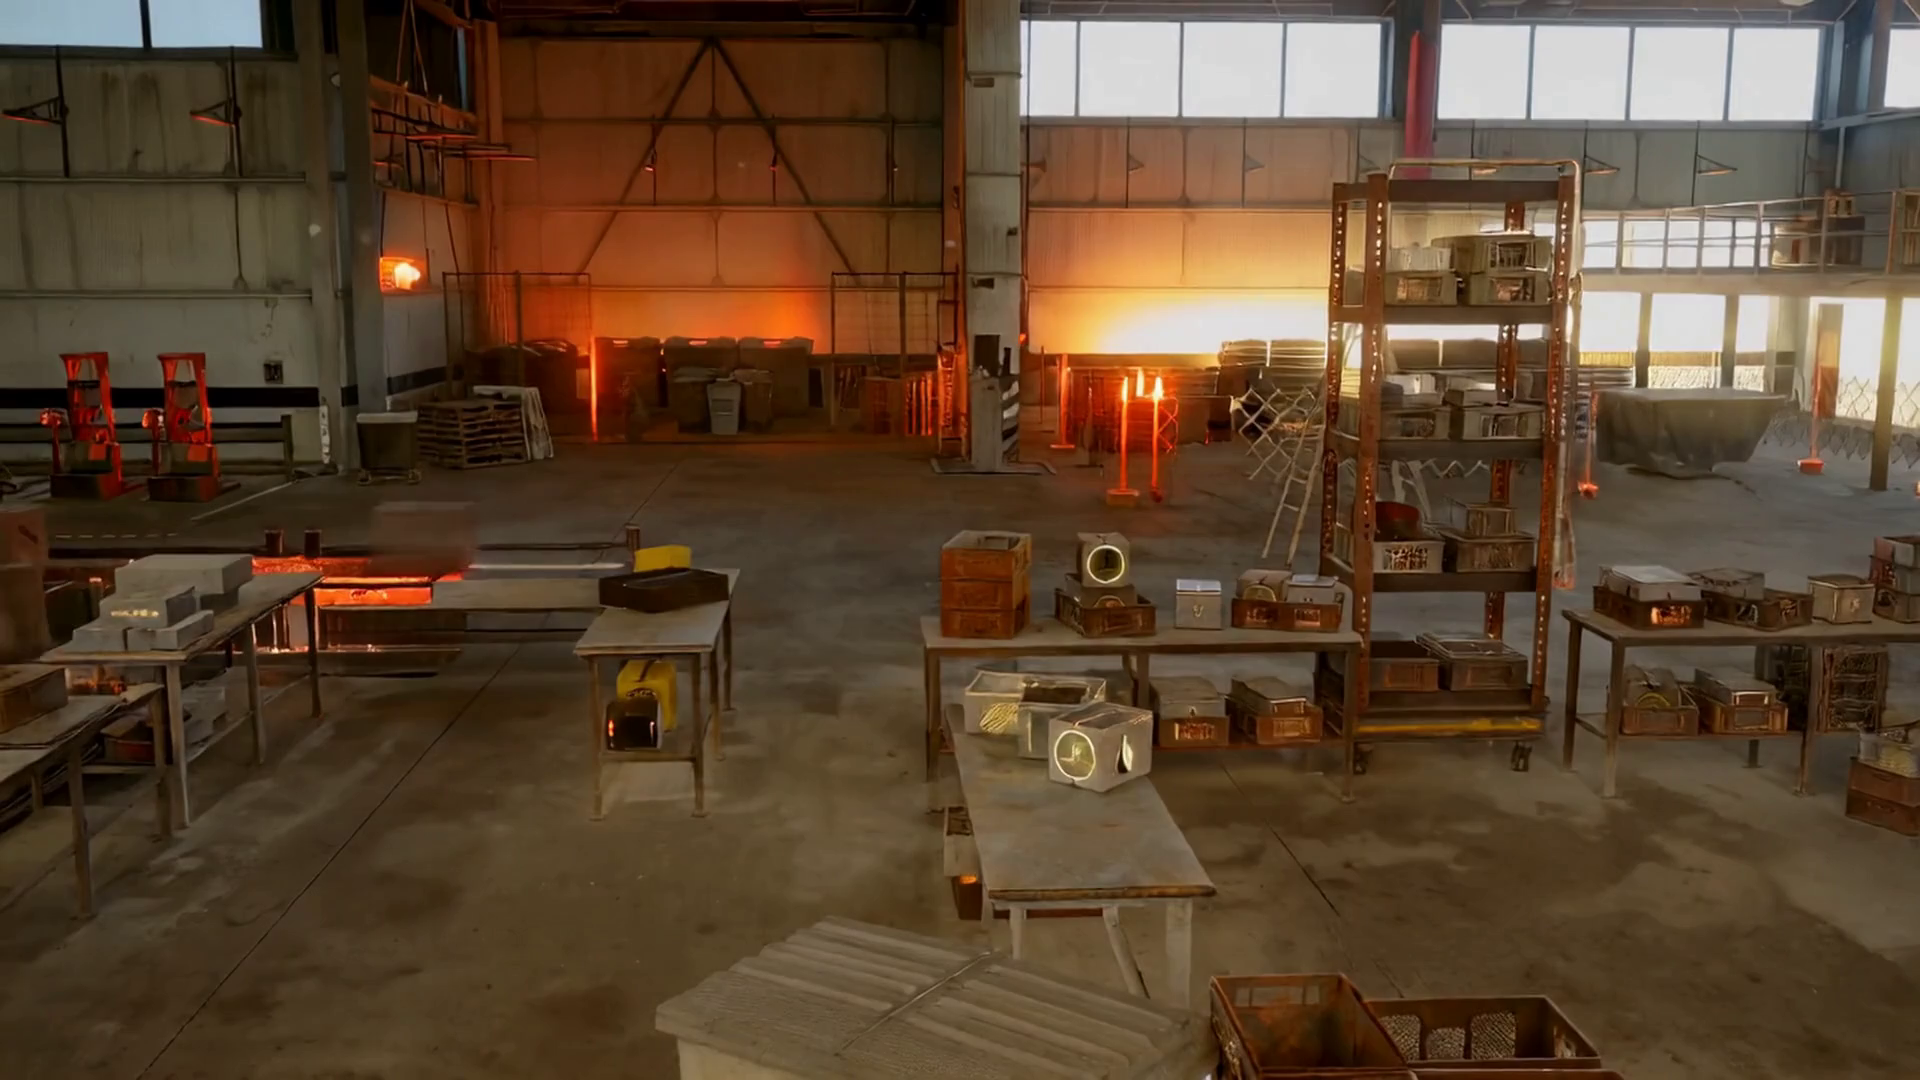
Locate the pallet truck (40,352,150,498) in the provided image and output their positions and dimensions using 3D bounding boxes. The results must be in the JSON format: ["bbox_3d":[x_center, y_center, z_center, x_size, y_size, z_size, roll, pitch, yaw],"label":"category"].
[{"bbox_3d":[-11.907,-1.642,23.165,0.823,1.965,1.885,0,9,0],"label":"pallet truck"}]

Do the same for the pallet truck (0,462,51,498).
[{"bbox_3d":[-13.193,-1.293,23.148,0.653,1.274,1.630,-1,9,-4],"label":"pallet truck"}]

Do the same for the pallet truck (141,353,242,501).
[{"bbox_3d":[-10.520,-1.604,22.925,0.823,1.965,1.885,-1,9,-6],"label":"pallet truck"}]
